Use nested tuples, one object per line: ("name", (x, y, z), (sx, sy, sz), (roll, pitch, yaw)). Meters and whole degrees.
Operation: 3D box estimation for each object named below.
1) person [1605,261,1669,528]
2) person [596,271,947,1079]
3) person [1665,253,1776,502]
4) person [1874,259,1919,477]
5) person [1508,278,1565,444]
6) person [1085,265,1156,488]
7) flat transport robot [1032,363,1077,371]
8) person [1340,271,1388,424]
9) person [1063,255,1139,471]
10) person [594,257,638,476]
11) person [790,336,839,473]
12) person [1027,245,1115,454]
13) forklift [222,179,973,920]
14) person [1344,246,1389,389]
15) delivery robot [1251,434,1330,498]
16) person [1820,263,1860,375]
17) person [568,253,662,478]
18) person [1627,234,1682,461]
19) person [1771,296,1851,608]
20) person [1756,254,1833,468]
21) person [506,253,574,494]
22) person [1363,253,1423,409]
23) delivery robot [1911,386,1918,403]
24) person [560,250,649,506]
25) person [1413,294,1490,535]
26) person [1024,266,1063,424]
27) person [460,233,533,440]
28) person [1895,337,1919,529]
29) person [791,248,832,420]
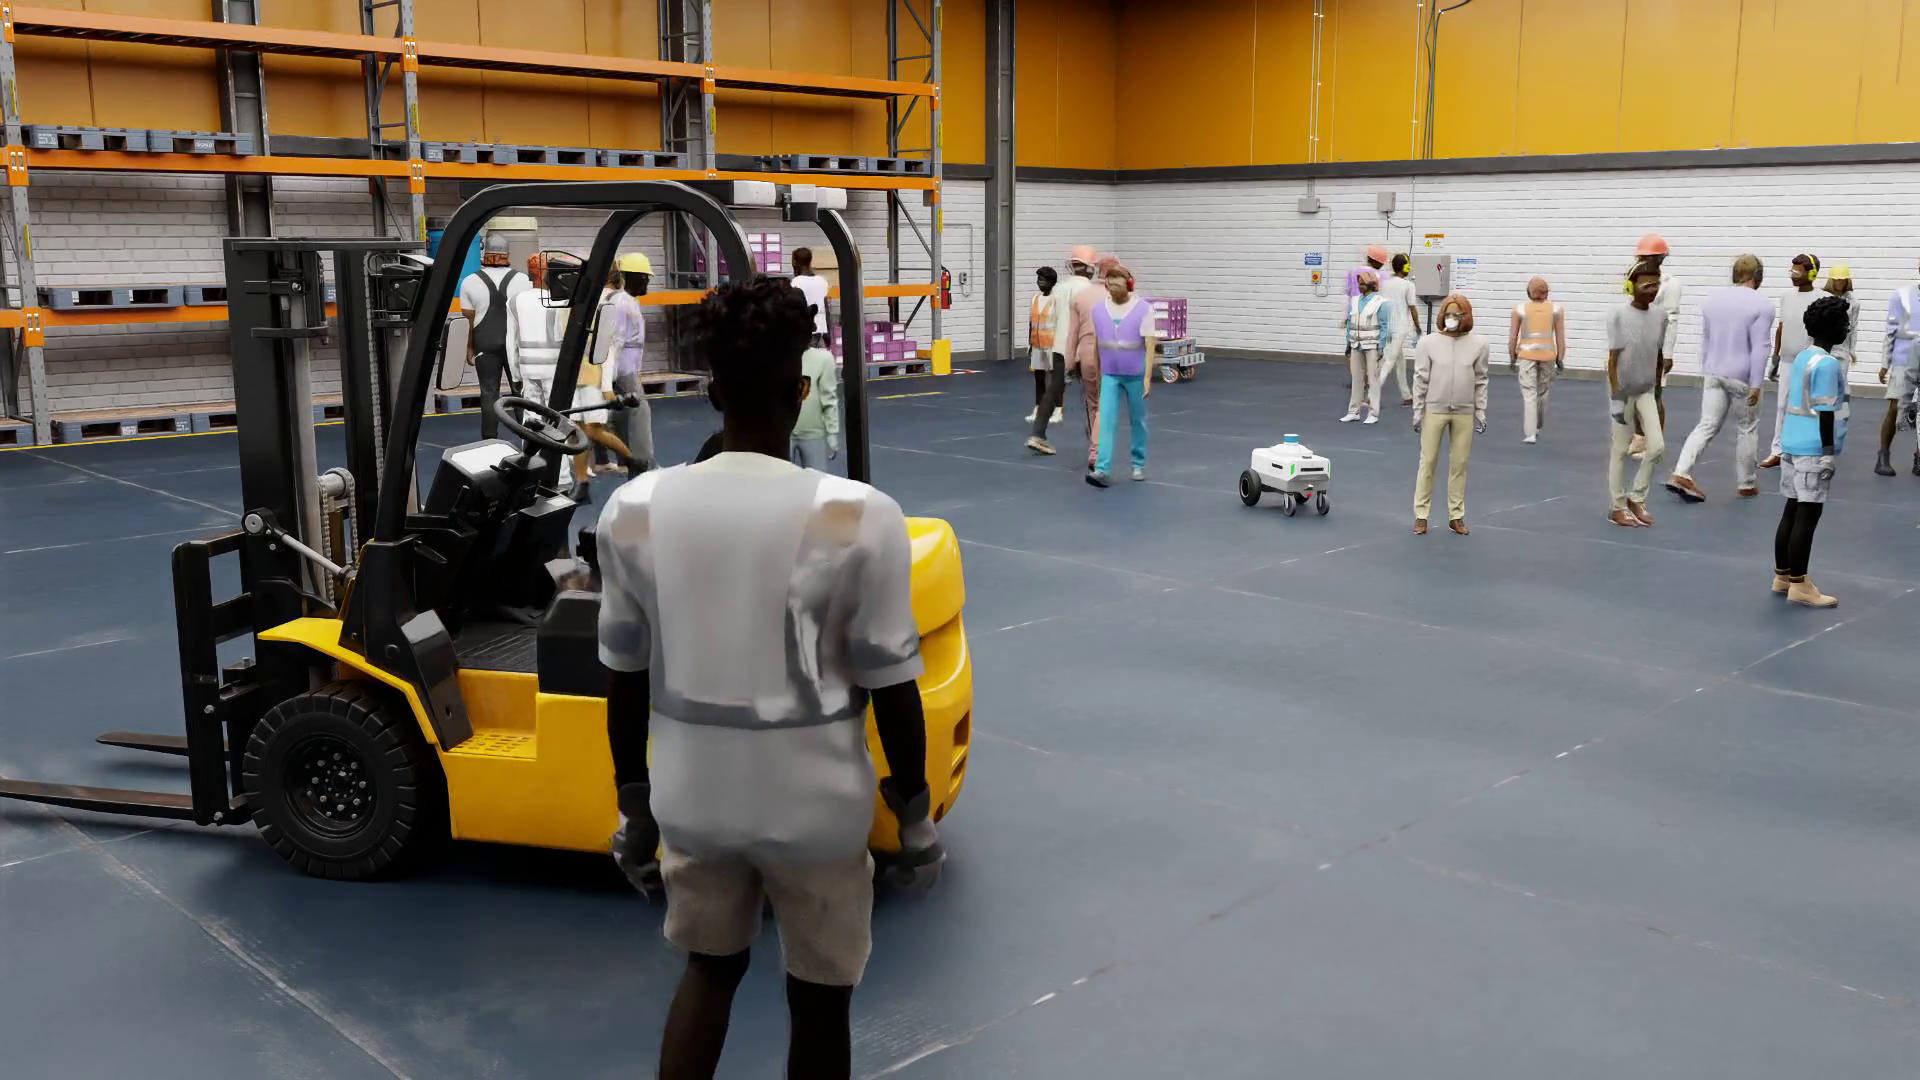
("person", (4.659, -0.990, 11.471), (0.517, 1.843, 0.484), (-1, 10, -7))
("person", (-0.346, 0.481, 3.142), (0.627, 1.956, 0.514), (4, 11, 19))
("person", (5.814, -1.223, 12.628), (0.905, 1.904, 0.628), (-6, 12, -31))
("person", (8.063, -1.490, 13.974), (0.571, 1.926, 0.385), (3, 11, 18))
("person", (5.656, -1.765, 16.380), (0.517, 1.594, 0.804), (1, 10, 7))
("person", (1.317, -1.315, 13.429), (0.597, 1.776, 0.999), (5, 11, 24))
("flat transport robot", (1.799, -2.627, 24.697), (1.431, 0.197, 0.652), (1, 10, 4))
("person", (4.370, -2.067, 17.917), (0.313, 1.637, 0.513), (-8, 13, -36))
("person", (1.241, -1.526, 14.443), (0.681, 1.870, 1.001), (5, 11, 25))
("person", (-2.933, -1.461, 14.049), (0.517, 1.842, 0.329), (5, 12, 27))
("person", (-0.984, -0.615, 10.058), (0.501, 1.622, 0.573), (-1, 10, -4))
("person", (1.030, -1.760, 15.450), (0.626, 1.940, 1.071), (10, 14, 44))
("forklift", (-1.114, -0.058, 5.440), (2.313, 2.155, 1.214), (2, 11, 13))
("person", (5.307, -2.900, 21.806), (0.632, 1.886, 0.415), (9, 13, 39))
("delivery robot", (2.437, -0.537, 12.272), (0.477, 0.478, 0.707), (-3, 11, -15))
("person", (8.823, -1.921, 16.832), (0.492, 1.742, 0.319), (1, 10, 7))
("person", (-2.864, -1.442, 13.844), (0.872, 1.890, 0.586), (-2, 11, -9))
("person", (6.170, -1.724, 14.974), (0.408, 2.035, 0.617), (-3, 11, -18))
("person", (4.689, -0.486, 9.133), (0.314, 1.696, 0.540), (2, 11, 11))
("person", (7.213, -1.518, 14.309), (0.332, 1.865, 0.520), (-6, 12, -30))
("person", (-3.231, -1.279, 12.947), (0.587, 1.882, 0.341), (3, 11, 16))
("person", (5.089, -2.430, 19.420), (0.990, 1.825, 0.524), (-5, 12, -28))
("delivery robot", (10.264, -1.531, 17.693), (0.477, 0.478, 0.707), (0, 10, 0))
("person", (-2.750, -1.213, 12.496), (0.559, 1.918, 0.694), (9, 14, 42))
("person", (3.316, -0.844, 11.259), (0.502, 1.632, 0.284), (1, 10, 4))
("person", (0.936, -2.091, 17.890), (0.529, 1.694, 0.321), (9, 14, 41))
("person", (-4.286, -1.830, 15.525), (0.681, 2.000, 0.536), (-3, 11, -14))
("person", (6.653, -0.844, 11.304), (0.538, 1.611, 0.604), (10, 14, 43))
("person", (-1.782, -2.264, 18.328), (0.958, 1.872, 0.623), (6, 12, 32))
